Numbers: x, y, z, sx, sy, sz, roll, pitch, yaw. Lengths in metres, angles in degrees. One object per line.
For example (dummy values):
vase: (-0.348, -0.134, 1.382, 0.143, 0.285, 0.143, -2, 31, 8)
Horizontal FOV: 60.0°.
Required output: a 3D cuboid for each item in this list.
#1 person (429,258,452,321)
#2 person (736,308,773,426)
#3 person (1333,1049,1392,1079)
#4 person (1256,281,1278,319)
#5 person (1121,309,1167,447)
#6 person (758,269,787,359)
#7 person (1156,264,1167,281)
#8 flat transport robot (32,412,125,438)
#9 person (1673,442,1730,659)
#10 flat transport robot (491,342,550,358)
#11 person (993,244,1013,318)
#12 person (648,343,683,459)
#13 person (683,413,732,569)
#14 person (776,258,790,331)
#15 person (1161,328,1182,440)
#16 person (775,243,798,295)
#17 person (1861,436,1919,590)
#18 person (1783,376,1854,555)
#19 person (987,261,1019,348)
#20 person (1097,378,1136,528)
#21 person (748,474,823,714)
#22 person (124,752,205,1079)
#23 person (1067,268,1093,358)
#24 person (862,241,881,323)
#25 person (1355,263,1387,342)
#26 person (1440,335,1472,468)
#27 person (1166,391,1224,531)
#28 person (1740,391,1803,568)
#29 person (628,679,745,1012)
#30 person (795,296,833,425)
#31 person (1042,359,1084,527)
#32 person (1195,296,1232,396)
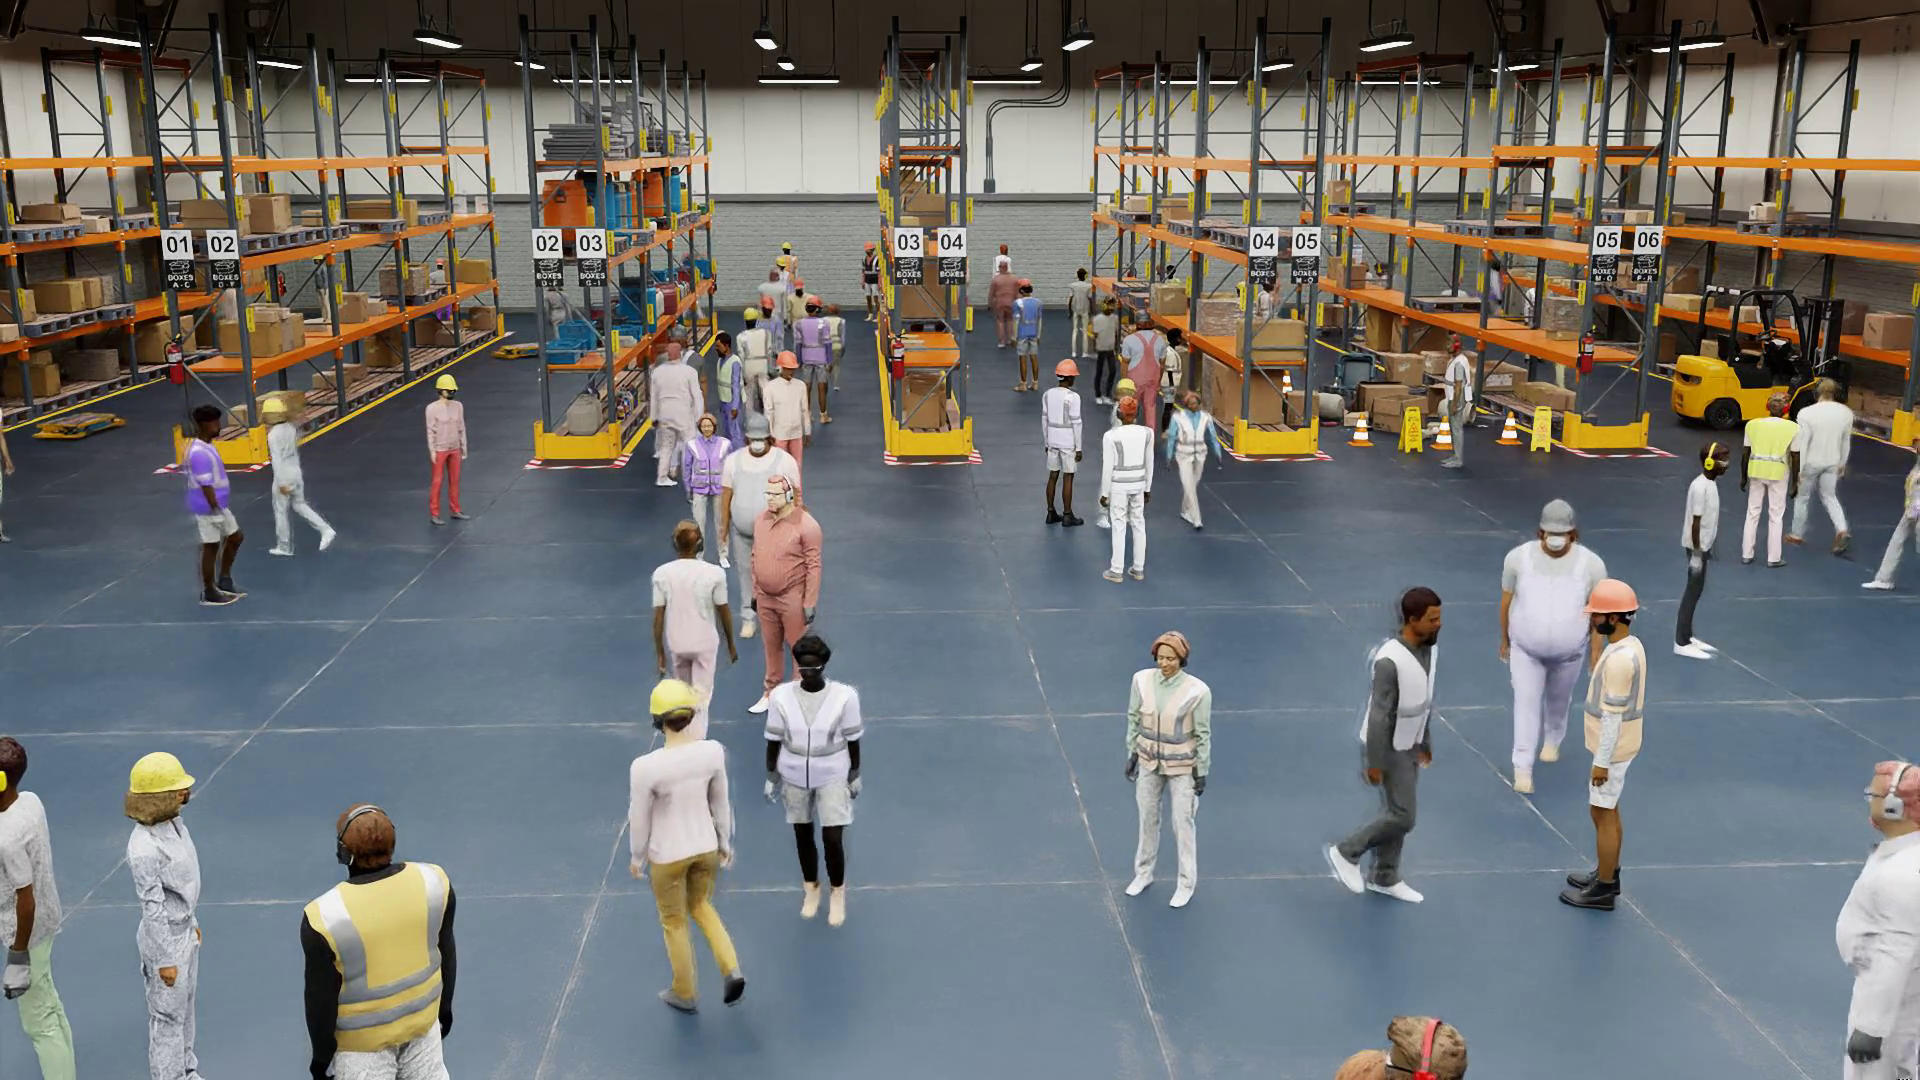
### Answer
person: (-12.285, -5.805, 39.472, 0.564, 1.751, 0.330, -4, 14, -18)
person: (-3.148, -2.638, 25.748, 0.600, 1.900, 0.776, -6, 14, -23)
person: (1.226, 2.348, 5.191, 0.285, 1.633, 0.501, -10, 17, -37)
person: (5.735, -3.997, 31.227, 0.413, 2.036, 0.606, 1, 13, 5)
person: (2.641, -2.363, 24.277, 0.685, 2.000, 0.536, -5, 14, -18)
person: (-3.833, -4.612, 34.148, 0.674, 1.882, 0.432, 2, 13, 8)
person: (4.752, -5.709, 39.340, 0.288, 1.627, 0.501, -1, 13, -3)
flat transport robot: (-13.527, -1.766, 25.542, 0.652, 0.197, 1.431, 1, 13, 3)
person: (6.391, 0.075, 14.326, 0.319, 1.866, 0.530, 7, 15, 29)
flat transport robot: (-9.075, -4.004, 35.023, 0.652, 0.197, 1.431, 12, 18, 42)
person: (1.108, -6.669, 42.852, 0.585, 1.882, 0.337, 12, 18, 41)
person: (-4.162, -2.005, 23.683, 0.523, 1.615, 0.751, 3, 14, 11)
person: (-2.601, -0.505, 17.265, 0.522, 1.640, 0.306, -3, 14, -12)
person: (-4.242, -5.818, 39.525, 0.524, 1.760, 0.327, -12, 18, -41)
person: (3.157, -2.338, 24.932, 0.319, 1.689, 0.539, 2, 13, 9)
person: (-4.461, -6.694, 42.880, 0.585, 1.921, 0.383, 0, 13, -1)
person: (9.383, -0.239, 16.203, 0.797, 1.605, 0.518, 3, 14, 14)
person: (9.328, -0.801, 17.945, 0.643, 1.918, 0.864, -1, 13, -5)
person: (0.915, -5.200, 36.634, 0.664, 1.873, 0.732, -4, 14, -18)
person: (1.804, -1.007, 19.273, 0.435, 1.700, 0.573, 1, 13, 6)
person: (-1.361, 0.434, 12.714, 0.639, 1.910, 0.407, 9, 16, 32)
person: (-3.487, 1.773, 7.397, 0.294, 1.744, 0.486, -3, 14, -13)
person: (2.515, -4.741, 34.775, 0.555, 1.855, 0.381, 3, 14, 14)
person: (-2.230, -6.460, 41.671, 0.613, 2.029, 0.409, 10, 17, 37)
person: (9.330, -5.253, 37.026, 1.015, 1.805, 0.531, 7, 15, 27)
person: (6.789, -1.894, 22.757, 0.414, 1.828, 0.562, 2, 14, 10)
person: (2.707, -0.917, 19.099, 0.621, 1.581, 0.858, -3, 14, -13)
person: (8.433, -0.627, 17.342, 0.569, 1.843, 0.373, 12, 18, 41)
person: (-1.369, 1.558, 8.308, 0.523, 1.748, 0.480, -12, 18, -40)
person: (-2.296, -2.840, 26.316, 0.605, 2.034, 0.387, 4, 14, 15)
person: (1.211, -1.126, 19.261, 0.551, 1.935, 0.371, 13, 18, 43)
person: (4.322, -3.176, 28.080, 0.604, 1.884, 0.840, 11, 17, 39)
